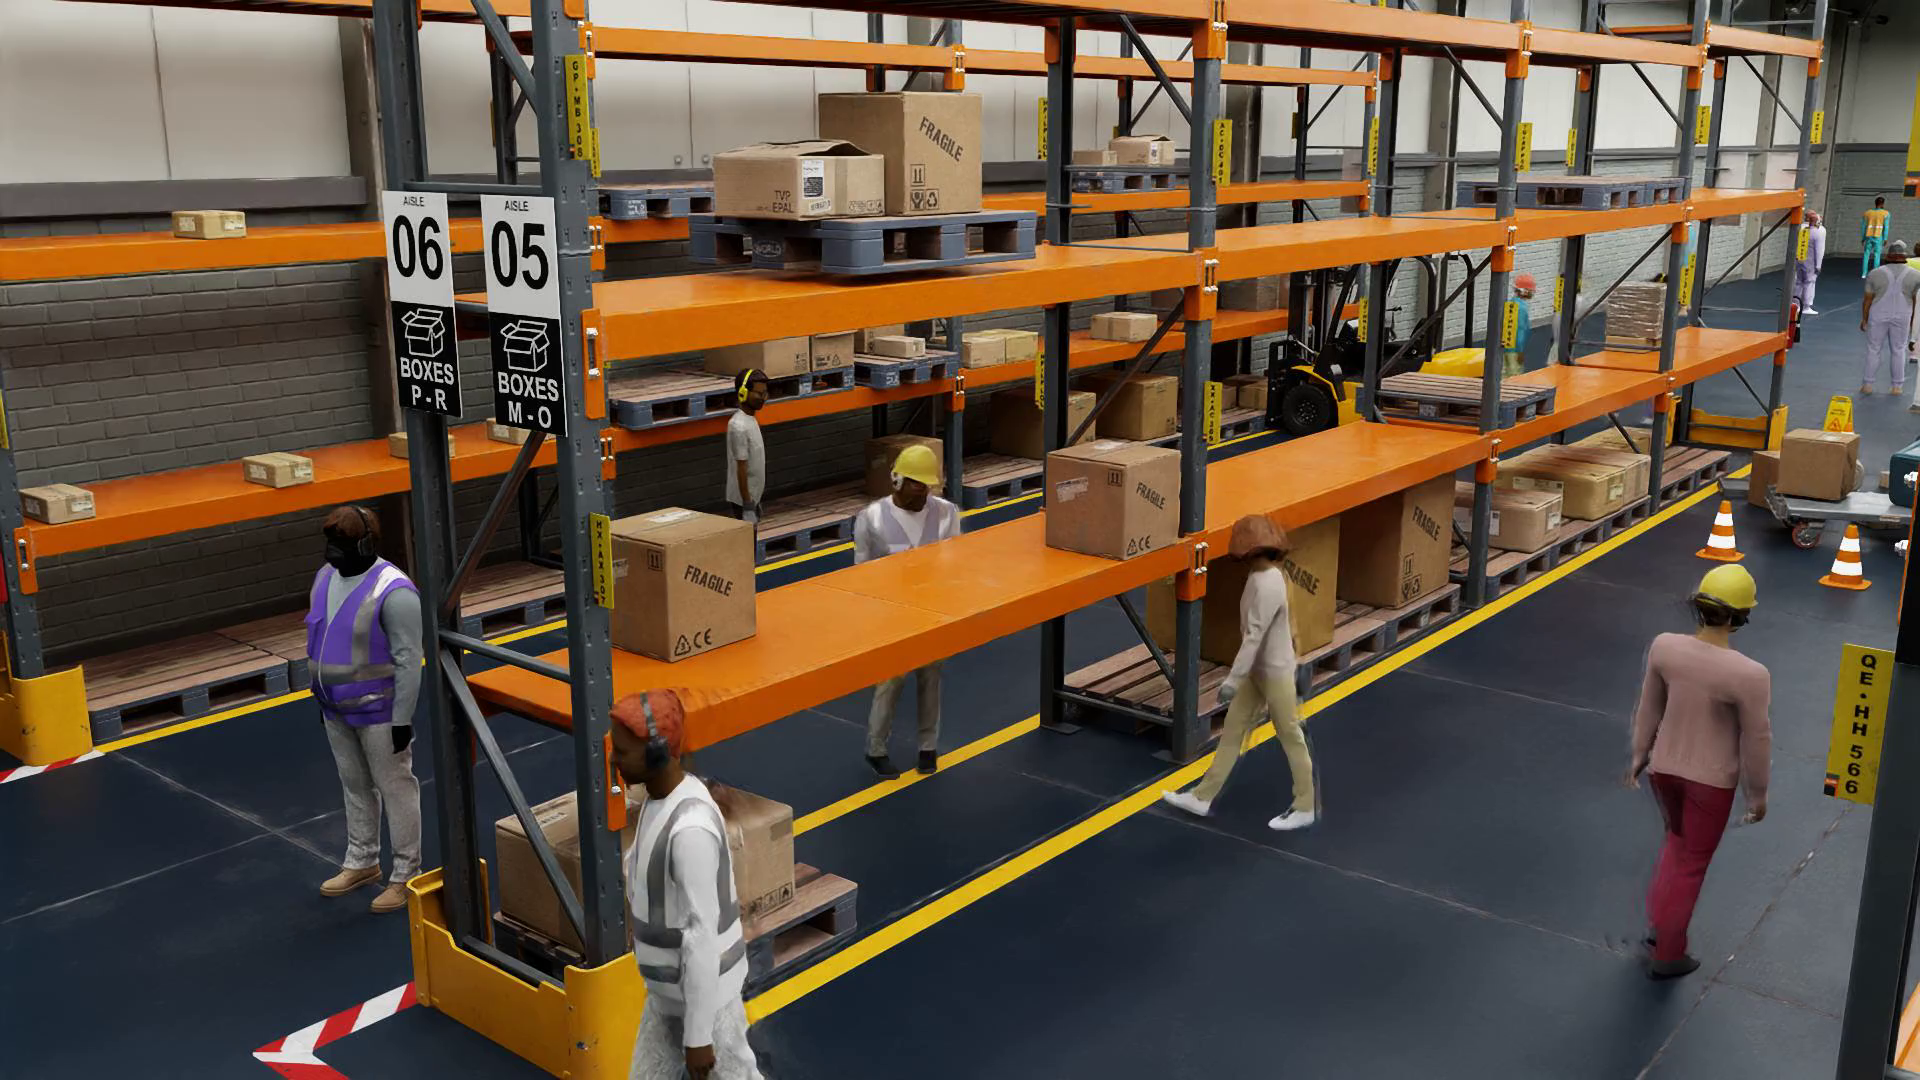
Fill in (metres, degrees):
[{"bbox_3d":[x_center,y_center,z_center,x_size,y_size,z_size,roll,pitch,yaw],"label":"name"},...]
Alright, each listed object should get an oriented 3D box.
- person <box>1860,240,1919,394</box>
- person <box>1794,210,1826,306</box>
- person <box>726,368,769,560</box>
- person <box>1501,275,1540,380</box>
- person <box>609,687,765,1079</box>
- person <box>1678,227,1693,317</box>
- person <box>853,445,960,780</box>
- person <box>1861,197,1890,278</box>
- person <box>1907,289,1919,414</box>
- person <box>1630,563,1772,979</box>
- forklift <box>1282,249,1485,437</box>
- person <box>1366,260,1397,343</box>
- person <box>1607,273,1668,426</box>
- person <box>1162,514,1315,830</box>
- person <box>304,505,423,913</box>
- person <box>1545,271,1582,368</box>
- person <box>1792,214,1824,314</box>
[{"bbox_3d":[12.377,-2.970,22.162,0.688,2.000,0.536,6,15,22],"label":"person"},{"bbox_3d":[16.969,-5.658,33.385,0.652,1.906,0.402,4,14,15],"label":"person"},{"bbox_3d":[-1.443,-0.253,11.466,0.327,1.865,0.517,-1,14,-4],"label":"person"},{"bbox_3d":[6.832,-2.366,20.341,0.434,1.731,0.566,2,14,9],"label":"person"},{"bbox_3d":[-0.726,1.329,5.075,0.923,1.848,0.633,-5,15,-19],"label":"person"},{"bbox_3d":[13.595,-5.220,31.358,0.490,2.019,0.643,8,16,30],"label":"person"},{"bbox_3d":[-0.261,0.392,8.948,0.593,1.814,0.516,-5,15,-18],"label":"person"},{"bbox_3d":[21.822,-7.211,39.697,0.399,1.913,0.589,-12,18,-39],"label":"person"},{"bbox_3d":[12.055,-2.494,20.543,0.572,1.886,0.355,4,14,15],"label":"person"},{"bbox_3d":[3.048,0.945,6.800,0.485,1.747,0.556,-8,16,-29],"label":"person"},{"bbox_3d":[4.886,-2.214,18.767,2.313,2.155,1.214,11,18,38],"label":"forklift"},{"bbox_3d":[5.496,-2.780,21.742,0.532,1.868,0.310,-7,15,-26],"label":"person"},{"bbox_3d":[8.063,-2.235,19.623,0.839,1.836,0.541,-1,14,-5],"label":"person"},{"bbox_3d":[1.422,0.669,8.248,0.800,1.580,0.527,-1,14,-2],"label":"person"},{"bbox_3d":[-2.665,0.747,7.436,0.624,1.847,0.429,8,16,31],"label":"person"},{"bbox_3d":[7.377,-2.387,20.232,0.599,1.833,0.560,-2,14,-10],"label":"person"},{"bbox_3d":[16.307,-5.294,31.928,0.398,1.899,0.654,-3,14,-11],"label":"person"}]
